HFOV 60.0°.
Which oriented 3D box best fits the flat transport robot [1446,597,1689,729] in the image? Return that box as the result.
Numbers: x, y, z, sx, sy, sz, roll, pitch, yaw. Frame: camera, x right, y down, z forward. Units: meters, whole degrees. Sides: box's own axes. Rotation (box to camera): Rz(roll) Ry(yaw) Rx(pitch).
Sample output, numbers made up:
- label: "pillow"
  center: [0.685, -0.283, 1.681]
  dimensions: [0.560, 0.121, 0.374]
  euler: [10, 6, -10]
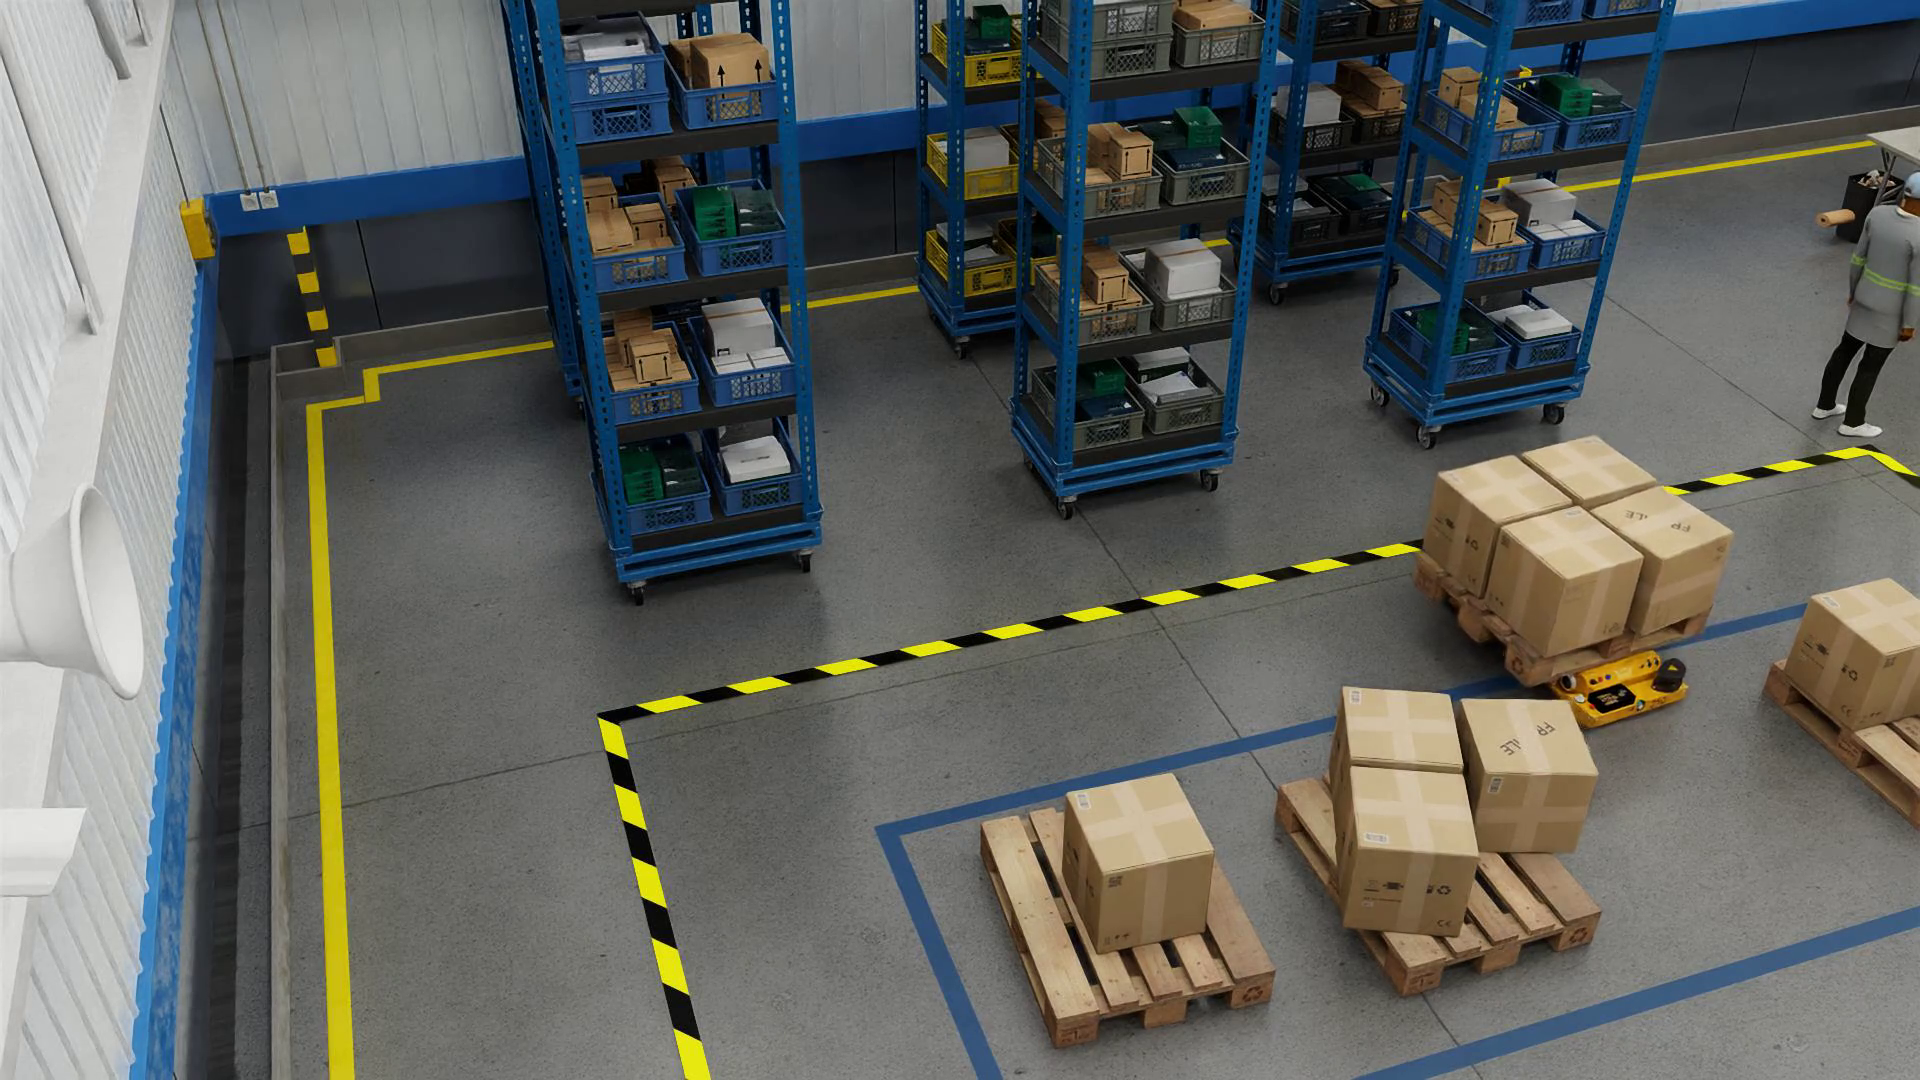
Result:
- label: "flat transport robot"
  center: [3.343, 0.474, 9.360]
  dimensions: [0.652, 0.197, 1.431]
  euler: [-14, 37, -19]

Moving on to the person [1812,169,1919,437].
- label: "person"
  center: [6.036, -1.544, 10.871]
  dimensions: [0.365, 1.852, 0.589]
  euler: [-11, 37, -15]
